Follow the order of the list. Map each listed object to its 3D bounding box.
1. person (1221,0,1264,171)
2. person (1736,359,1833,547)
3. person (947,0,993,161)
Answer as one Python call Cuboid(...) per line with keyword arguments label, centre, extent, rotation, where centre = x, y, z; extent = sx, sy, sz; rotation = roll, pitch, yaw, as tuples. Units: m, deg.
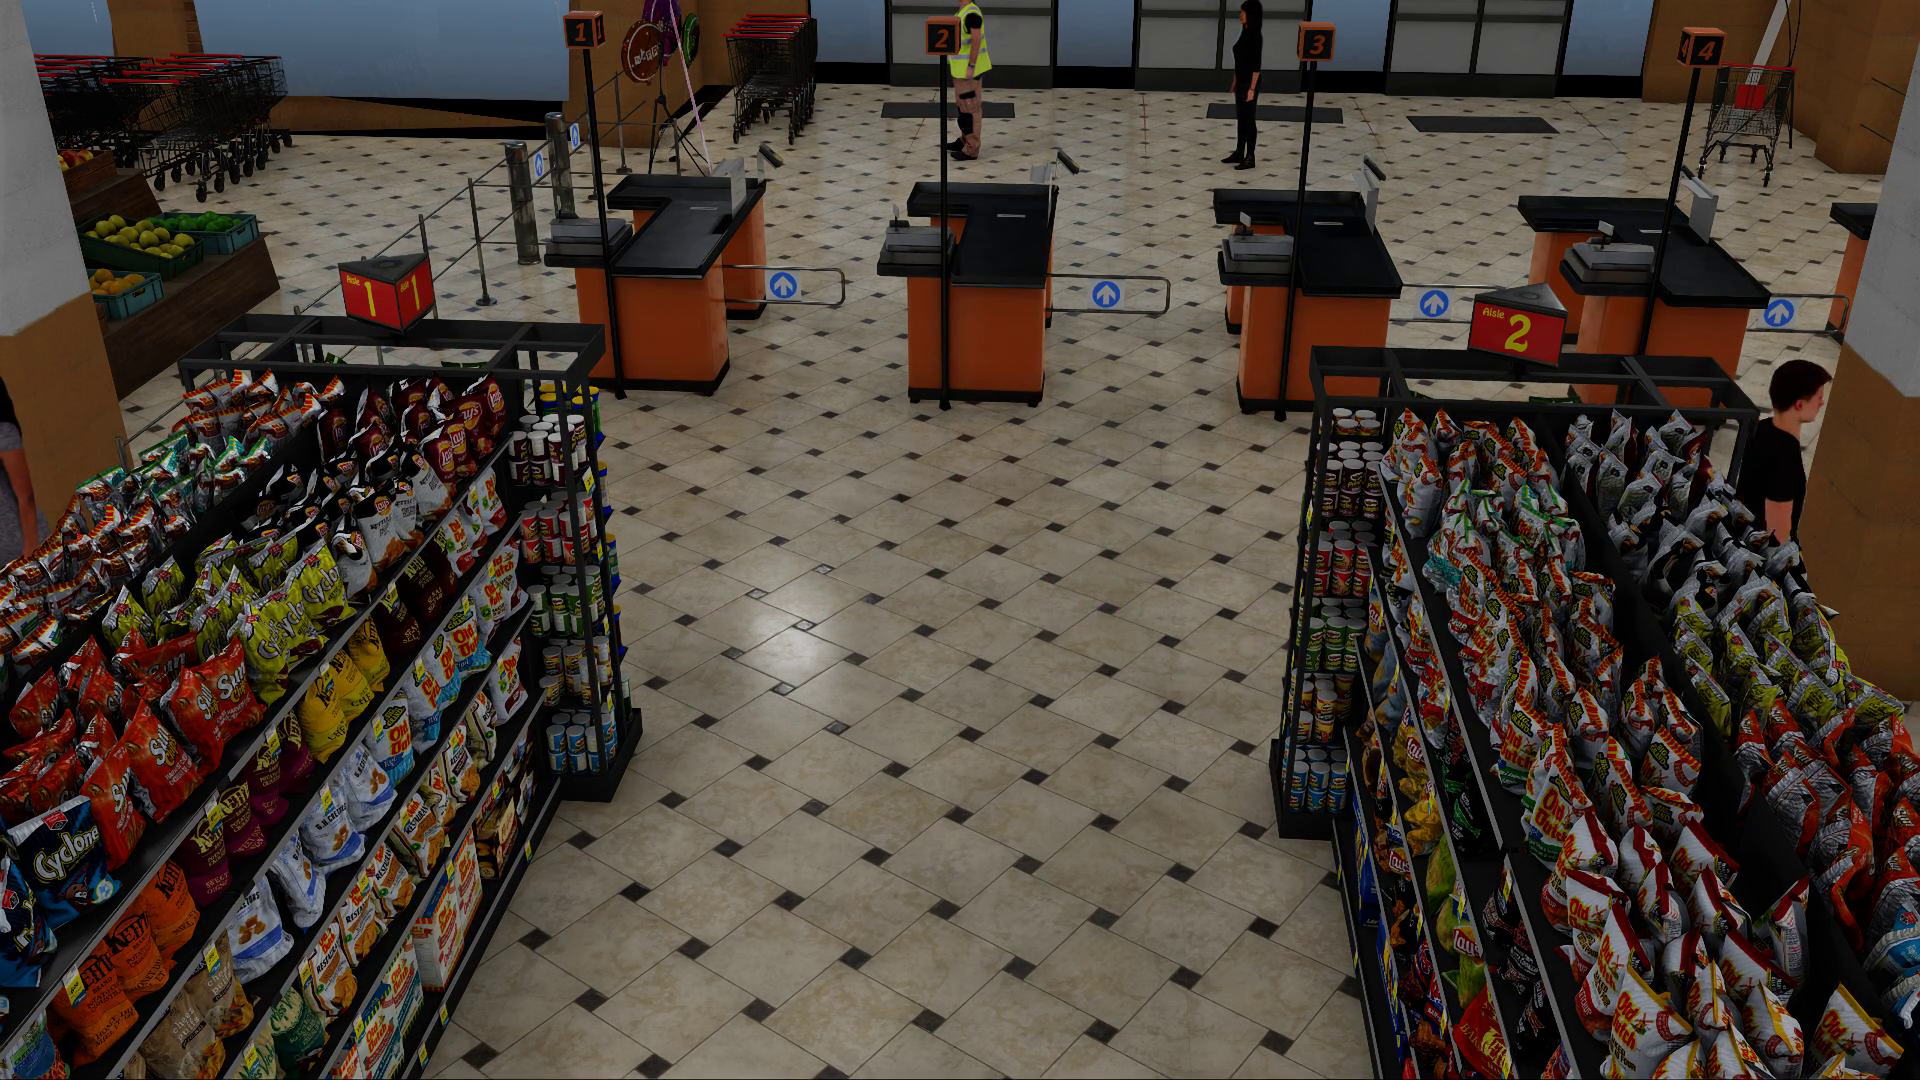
Cuboid(label="person", centre=(2.889, -4.571, 16.672), extent=(0.705, 1.642, 0.560), rotation=(-7, 28, -14))
Cuboid(label="person", centre=(3.375, 0.079, 7.292), extent=(0.816, 1.833, 0.865), rotation=(7, 28, 14))
Cuboid(label="person", centre=(0.064, -4.837, 16.971), extent=(0.829, 1.846, 0.734), rotation=(-4, 27, -7))
